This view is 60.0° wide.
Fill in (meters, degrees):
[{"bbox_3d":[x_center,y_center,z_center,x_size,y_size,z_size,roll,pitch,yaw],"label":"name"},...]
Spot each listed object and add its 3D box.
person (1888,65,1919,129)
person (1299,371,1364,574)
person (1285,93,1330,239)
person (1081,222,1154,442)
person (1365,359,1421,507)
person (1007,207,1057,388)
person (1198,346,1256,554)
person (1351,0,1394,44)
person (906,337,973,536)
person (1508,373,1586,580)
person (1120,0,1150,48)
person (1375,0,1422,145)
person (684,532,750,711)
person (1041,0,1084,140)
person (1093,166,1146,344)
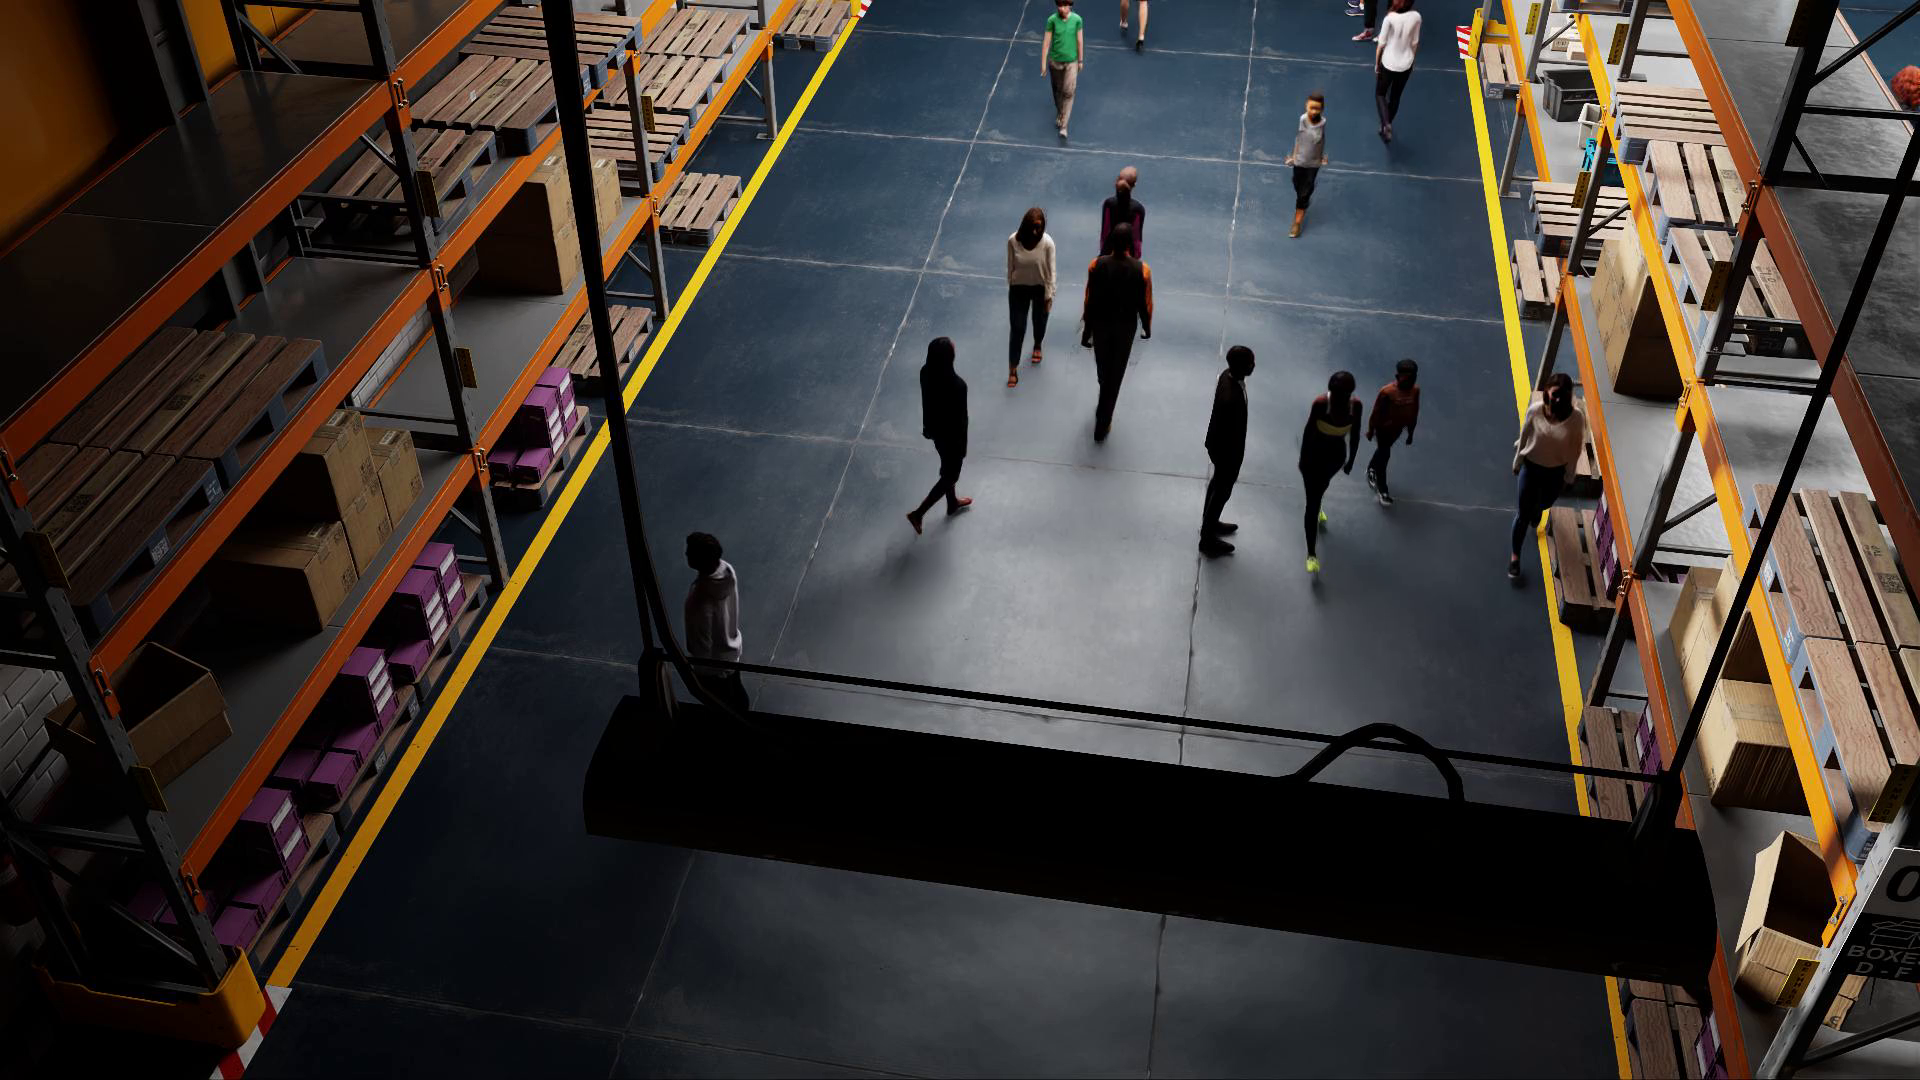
[{"bbox_3d":[9.112,-3.744,16.468,0.729,1.774,1.158,2,39,2],"label":"person"},{"bbox_3d":[2.763,-0.660,12.698,0.725,1.659,1.277,-2,39,-2],"label":"person"},{"bbox_3d":[3.551,-3.941,17.000,0.694,1.419,1.044,12,40,14],"label":"person"},{"bbox_3d":[1.263,-1.688,13.822,0.797,1.863,1.206,10,40,13],"label":"person"},{"bbox_3d":[3.449,-0.958,13.413,0.717,1.234,0.854,-9,39,-11],"label":"person"},{"bbox_3d":[0.656,-2.225,14.674,0.598,1.639,1.001,7,39,8],"label":"person"},{"bbox_3d":[2.013,-0.696,12.631,0.730,1.800,0.532,3,39,4],"label":"person"},{"bbox_3d":[5.394,-7.039,20.616,0.987,1.747,0.925,-18,42,-21],"label":"person"},{"bbox_3d":[-0.173,-0.780,12.815,0.967,1.702,1.107,31,48,33],"label":"person"},{"bbox_3d":[4.416,-0.561,12.568,0.748,1.668,1.126,12,40,15],"label":"person"},{"bbox_3d":[2.218,-6.931,20.509,0.813,1.712,1.137,-4,39,-5],"label":"person"},{"bbox_3d":[4.784,-5.136,18.208,0.724,1.777,0.968,-1,39,-1],"label":"person"},{"bbox_3d":[-1.557,0.715,10.760,0.723,1.930,0.521,7,39,8],"label":"person"},{"bbox_3d":[1.156,-5.387,18.655,0.619,1.613,1.060,4,39,5],"label":"person"},{"bbox_3d":[1.408,-2.501,14.949,0.610,1.728,0.912,10,40,13],"label":"person"}]
